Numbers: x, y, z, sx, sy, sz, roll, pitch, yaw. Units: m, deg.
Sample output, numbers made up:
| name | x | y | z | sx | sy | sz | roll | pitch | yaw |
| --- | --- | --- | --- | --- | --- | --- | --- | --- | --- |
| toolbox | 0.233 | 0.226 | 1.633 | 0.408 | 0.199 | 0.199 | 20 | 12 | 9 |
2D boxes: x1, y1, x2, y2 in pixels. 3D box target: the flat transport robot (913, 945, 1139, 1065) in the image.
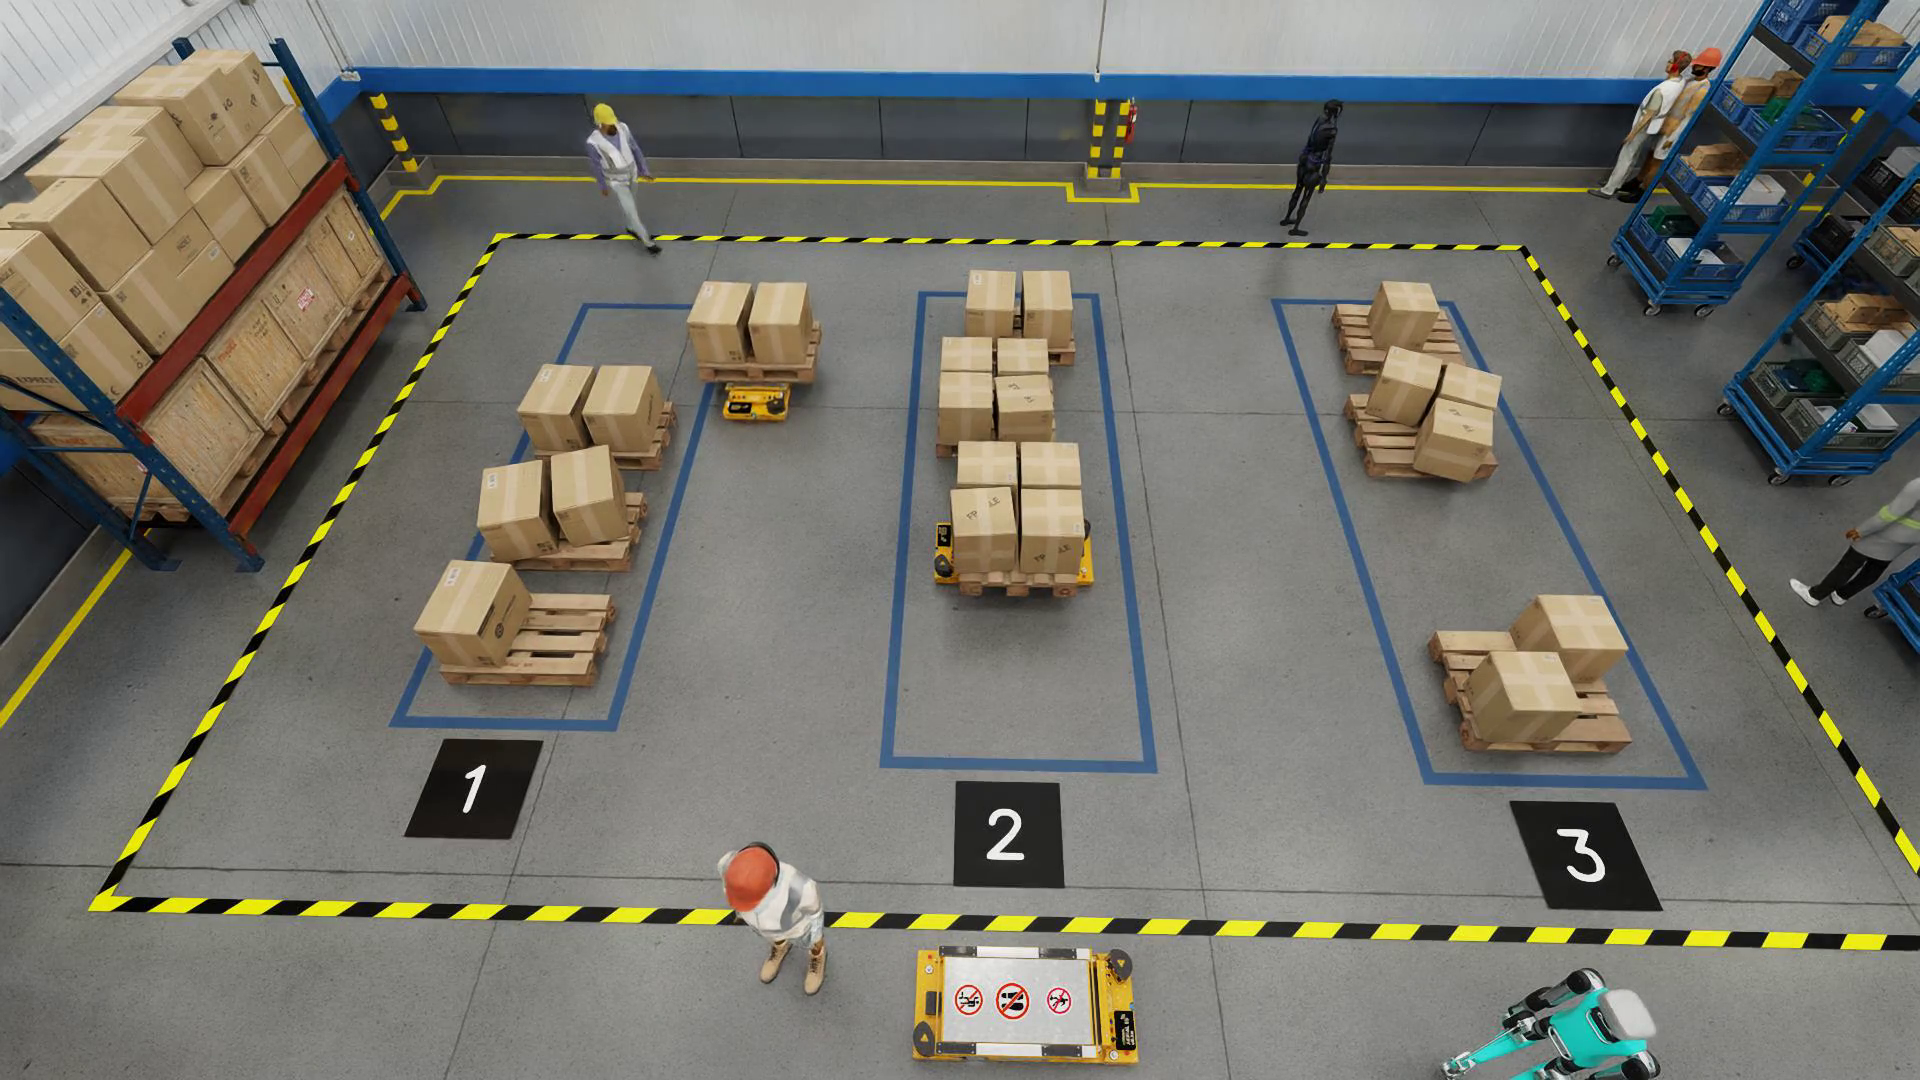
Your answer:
| name | x | y | z | sx | sy | sz | roll | pitch | yaw |
| --- | --- | --- | --- | --- | --- | --- | --- | --- | --- |
| flat transport robot | 0.422 | 3.041 | 6.007 | 1.431 | 0.231 | 0.659 | 1 | 51 | 1 |

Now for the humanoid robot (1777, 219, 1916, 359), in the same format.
| name | x | y | z | sx | sy | sz | roll | pitch | yaw |
| --- | --- | --- | --- | --- | --- | --- | --- | --- | --- |
| humanoid robot | 9.488 | -2.629 | 9.741 | 0.615 | 1.618 | 0.757 | 5 | 51 | 4 |

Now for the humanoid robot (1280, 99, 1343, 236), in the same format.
| name | x | y | z | sx | sy | sz | roll | pitch | yaw |
| --- | --- | --- | --- | --- | --- | --- | --- | --- | --- |
| humanoid robot | 4.359 | -4.611 | 11.326 | 0.315 | 1.657 | 0.599 | -7 | 51 | -6 |

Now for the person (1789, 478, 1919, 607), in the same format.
| name | x | y | z | sx | sy | sz | roll | pitch | yaw |
| --- | --- | --- | --- | --- | --- | --- | --- | --- | --- |
| person | 7.685 | -0.099 | 7.545 | 0.589 | 1.852 | 0.397 | 2 | 51 | 2 |

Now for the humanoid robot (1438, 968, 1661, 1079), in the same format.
| name | x | y | z | sx | sy | sz | roll | pitch | yaw |
| --- | --- | --- | --- | --- | --- | --- | --- | --- | --- |
| humanoid robot | 3.101 | 2.891 | 5.098 | 0.735 | 1.672 | 0.533 | -11 | 52 | -9 |

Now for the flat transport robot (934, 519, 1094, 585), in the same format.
| name | x | y | z | sx | sy | sz | roll | pitch | yaw |
| --- | --- | --- | --- | --- | --- | --- | --- | --- | --- |
| flat transport robot | 0.490 | 0.087 | 8.397 | 1.431 | 0.197 | 0.652 | 1 | 51 | 1 |

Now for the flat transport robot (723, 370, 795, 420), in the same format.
| name | x | y | z | sx | sy | sz | roll | pitch | yaw |
| --- | --- | --- | --- | --- | --- | --- | --- | --- | --- |
| flat transport robot | -2.140 | -1.874 | 9.995 | 0.652 | 0.197 | 1.431 | 1 | 51 | 1 |

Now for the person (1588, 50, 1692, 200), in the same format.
| name | x | y | z | sx | sy | sz | roll | pitch | yaw |
| --- | --- | --- | --- | --- | --- | --- | --- | --- | --- |
| person | 8.805 | -5.303 | 11.791 | 0.569 | 1.845 | 0.383 | -33 | 58 | -24 |

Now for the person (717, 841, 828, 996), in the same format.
| name | x | y | z | sx | sy | sz | roll | pitch | yaw |
| --- | --- | --- | --- | --- | --- | --- | --- | --- | --- |
| person | -1.096 | 2.281 | 5.489 | 0.603 | 2.034 | 0.383 | 13 | 52 | 10 |

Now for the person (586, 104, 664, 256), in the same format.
| name | x | y | z | sx | sy | sz | roll | pitch | yaw |
| --- | --- | --- | --- | --- | --- | --- | --- | --- | --- |
| person | -3.990 | -4.340 | 11.036 | 0.892 | 1.788 | 0.604 | 28 | 56 | 21 |

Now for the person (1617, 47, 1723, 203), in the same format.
| name | x | y | z | sx | sy | sz | roll | pitch | yaw |
| --- | --- | --- | --- | --- | --- | --- | --- | --- | --- |
| person | 9.050 | -5.259 | 11.696 | 0.373 | 1.938 | 0.545 | 13 | 52 | 11 |
